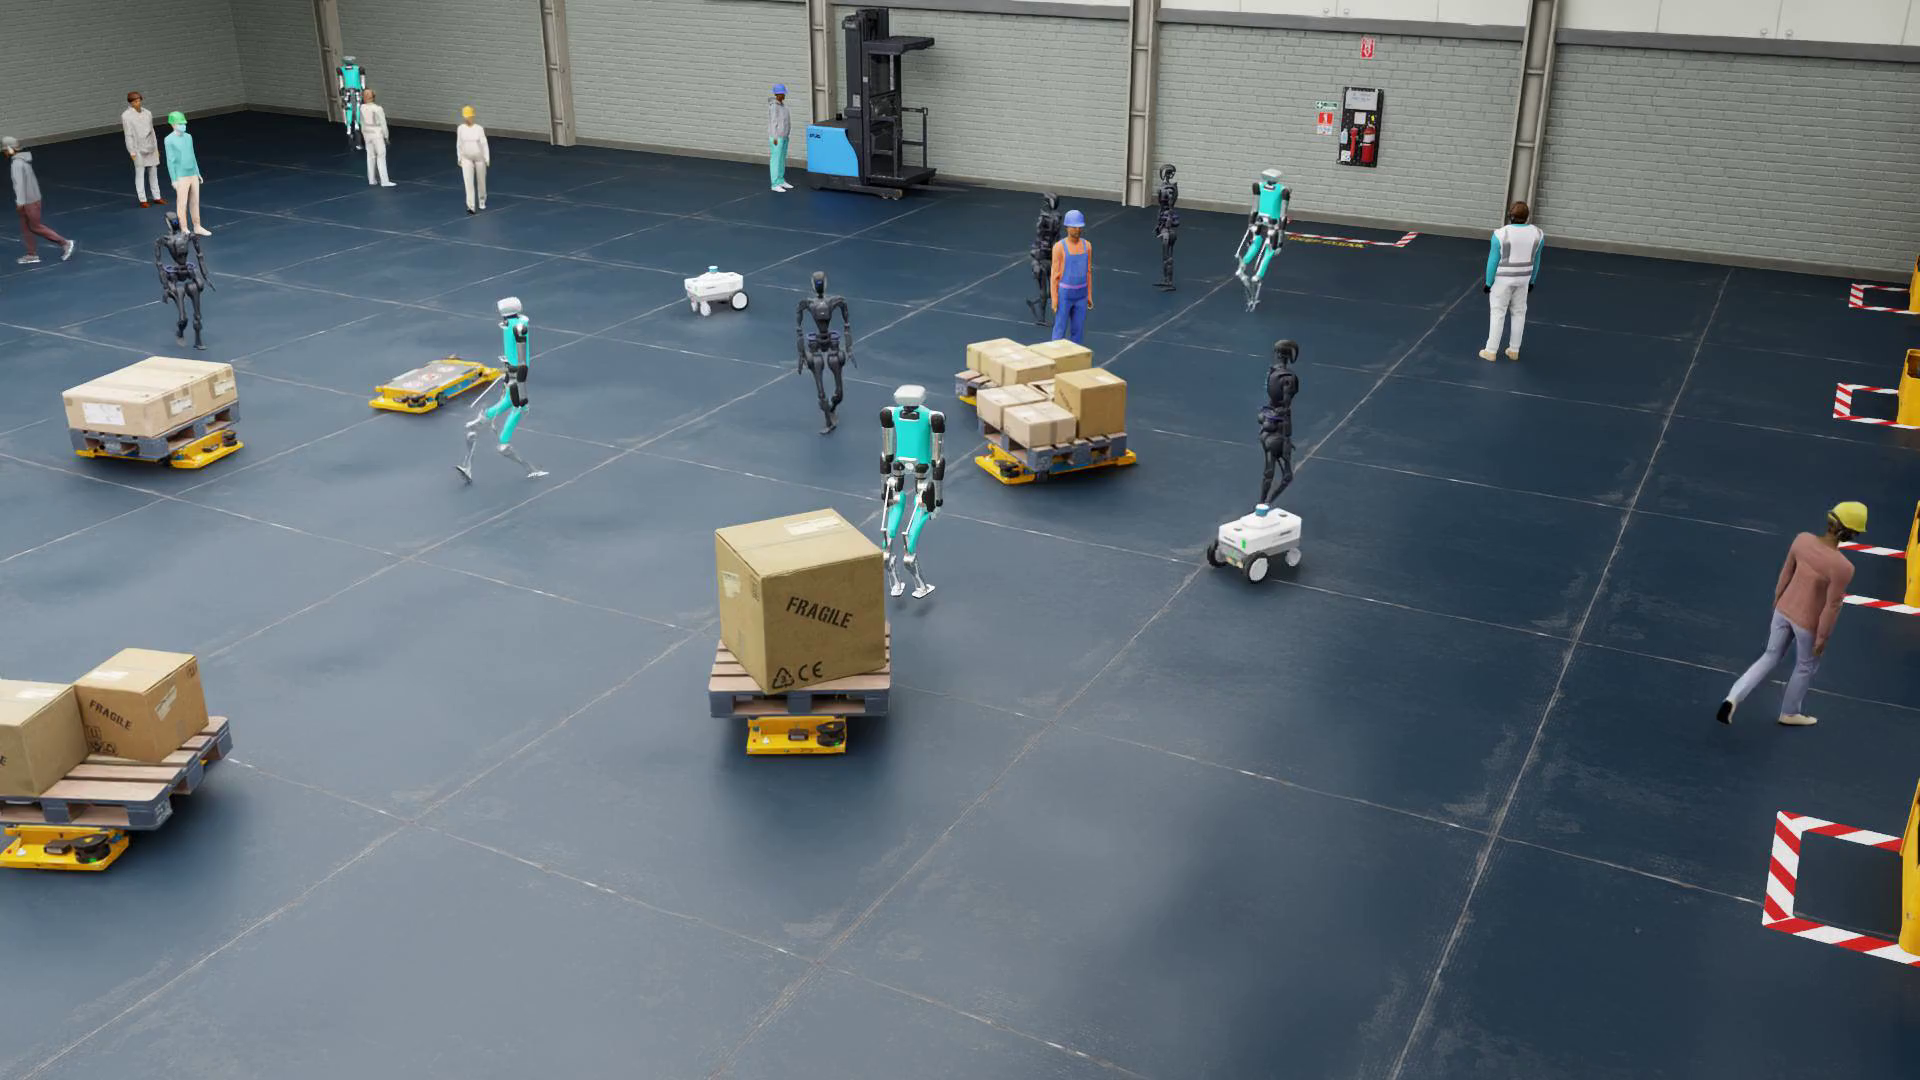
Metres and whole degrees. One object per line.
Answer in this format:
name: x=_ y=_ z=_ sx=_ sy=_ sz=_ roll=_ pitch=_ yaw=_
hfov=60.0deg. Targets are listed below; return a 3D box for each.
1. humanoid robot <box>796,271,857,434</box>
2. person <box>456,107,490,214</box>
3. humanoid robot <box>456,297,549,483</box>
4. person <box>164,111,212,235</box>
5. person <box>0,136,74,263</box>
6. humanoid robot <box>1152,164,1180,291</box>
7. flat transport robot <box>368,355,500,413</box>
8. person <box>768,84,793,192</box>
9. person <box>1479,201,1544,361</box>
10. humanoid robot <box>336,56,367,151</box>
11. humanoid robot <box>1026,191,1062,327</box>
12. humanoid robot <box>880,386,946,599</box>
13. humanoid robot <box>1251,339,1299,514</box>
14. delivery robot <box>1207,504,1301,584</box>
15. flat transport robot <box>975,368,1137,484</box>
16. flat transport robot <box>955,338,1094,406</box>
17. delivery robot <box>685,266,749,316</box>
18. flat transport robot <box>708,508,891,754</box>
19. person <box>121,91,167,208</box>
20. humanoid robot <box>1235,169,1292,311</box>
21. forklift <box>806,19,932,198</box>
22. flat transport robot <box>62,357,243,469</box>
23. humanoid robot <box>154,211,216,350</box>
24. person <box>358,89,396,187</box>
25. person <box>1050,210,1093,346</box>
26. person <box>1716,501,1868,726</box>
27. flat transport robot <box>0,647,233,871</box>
humanoid robot: x=-1.354 y=-1.915 z=16.883 sx=0.604 sy=1.652 sz=0.522 roll=-4 pitch=24 yaw=-9
person: x=-7.734 y=-6.032 z=26.434 sx=0.504 sy=1.648 sz=0.858 roll=-5 pitch=24 yaw=-11
humanoid robot: x=-4.399 y=-1.338 z=15.450 sx=0.954 sy=1.775 sz=0.534 roll=-11 pitch=25 yaw=-23
person: x=-11.537 y=-5.437 z=24.788 sx=0.366 sy=1.870 sz=0.528 roll=10 pitch=25 yaw=21
person: x=-13.028 y=-4.791 z=23.408 sx=0.735 sy=1.774 sz=0.583 roll=-7 pitch=24 yaw=-17
humanoid robot: x=2.729 y=-4.137 z=21.991 sx=0.315 sy=1.657 sz=0.599 roll=-2 pitch=23 yaw=-4
flat transport robot: x=-5.714 y=-1.695 z=18.110 sx=0.659 sy=0.231 sz=1.431 roll=8 pitch=25 yaw=19
person: x=-3.043 y=-6.800 z=28.084 sx=0.361 sy=1.776 sz=0.528 roll=7 pitch=24 yaw=15
person: x=6.307 y=-2.967 z=19.080 sx=0.624 sy=1.844 sz=0.429 roll=-3 pitch=23 yaw=-8
humanoid robot: x=-11.444 y=-8.122 z=31.279 sx=0.536 sy=1.834 sz=0.748 roll=0 pitch=23 yaw=0
humanoid robot: x=1.003 y=-3.469 z=20.445 sx=0.470 sy=1.645 sz=0.595 roll=15 pitch=28 yaw=31
humanoid robot: x=-0.440 y=-0.313 z=12.867 sx=0.533 sy=1.673 sz=0.735 roll=8 pitch=24 yaw=18
humanoid robot: x=2.797 y=-0.971 z=14.645 sx=0.341 sy=1.650 sz=0.599 roll=-1 pitch=23 yaw=-3
delivery robot: x=2.467 y=0.012 z=13.796 sx=0.812 sy=0.614 sz=0.499 roll=-16 pitch=28 yaw=-32
flat transport robot: x=0.906 y=-0.839 z=16.115 sx=1.431 sy=0.231 sz=0.659 roll=-11 pitch=26 yaw=-24
flat transport robot: x=0.725 y=-1.473 z=17.591 sx=1.431 sy=0.231 sz=0.659 roll=21 pitch=31 yaw=40
delivery robot: x=-3.098 y=-3.188 z=21.243 sx=0.783 sy=0.611 sz=0.520 roll=-15 pitch=27 yaw=-31
flat transport robot: x=-1.088 y=1.075 z=11.659 sx=0.659 sy=0.231 sz=1.431 roll=-1 pitch=23 yaw=-1
person: x=-13.198 y=-6.314 z=26.887 sx=0.360 sy=1.828 sz=0.515 roll=16 pitch=28 yaw=33
humanoid robot: x=3.782 y=-3.706 z=21.078 sx=0.551 sy=1.911 sz=0.716 roll=18 pitch=29 yaw=36
forklift: x=-1.573 y=-7.292 z=27.850 sx=1.873 sy=2.768 sz=1.129 roll=12 pitch=26 yaw=25
flat transport robot: x=-7.880 y=-0.952 z=16.379 sx=1.431 sy=0.231 sz=0.659 roll=7 pitch=24 yaw=15
humanoid robot: x=-9.060 y=-3.028 z=19.431 sx=0.378 sy=1.648 sz=0.601 roll=19 pitch=30 yaw=38
person: x=-9.994 y=-6.857 z=28.402 sx=0.546 sy=1.628 sz=0.315 roll=9 pitch=25 yaw=21
person: x=1.229 y=-2.691 z=18.350 sx=0.514 sy=1.910 sz=0.362 roll=-12 pitch=26 yaw=-25
person: x=5.547 y=0.528 z=11.078 sx=0.737 sy=1.716 sz=0.587 roll=-7 pitch=24 yaw=-15
flat transport robot: x=-5.339 y=1.599 z=10.440 sx=0.659 sy=0.231 sz=1.431 roll=1 pitch=23 yaw=3
